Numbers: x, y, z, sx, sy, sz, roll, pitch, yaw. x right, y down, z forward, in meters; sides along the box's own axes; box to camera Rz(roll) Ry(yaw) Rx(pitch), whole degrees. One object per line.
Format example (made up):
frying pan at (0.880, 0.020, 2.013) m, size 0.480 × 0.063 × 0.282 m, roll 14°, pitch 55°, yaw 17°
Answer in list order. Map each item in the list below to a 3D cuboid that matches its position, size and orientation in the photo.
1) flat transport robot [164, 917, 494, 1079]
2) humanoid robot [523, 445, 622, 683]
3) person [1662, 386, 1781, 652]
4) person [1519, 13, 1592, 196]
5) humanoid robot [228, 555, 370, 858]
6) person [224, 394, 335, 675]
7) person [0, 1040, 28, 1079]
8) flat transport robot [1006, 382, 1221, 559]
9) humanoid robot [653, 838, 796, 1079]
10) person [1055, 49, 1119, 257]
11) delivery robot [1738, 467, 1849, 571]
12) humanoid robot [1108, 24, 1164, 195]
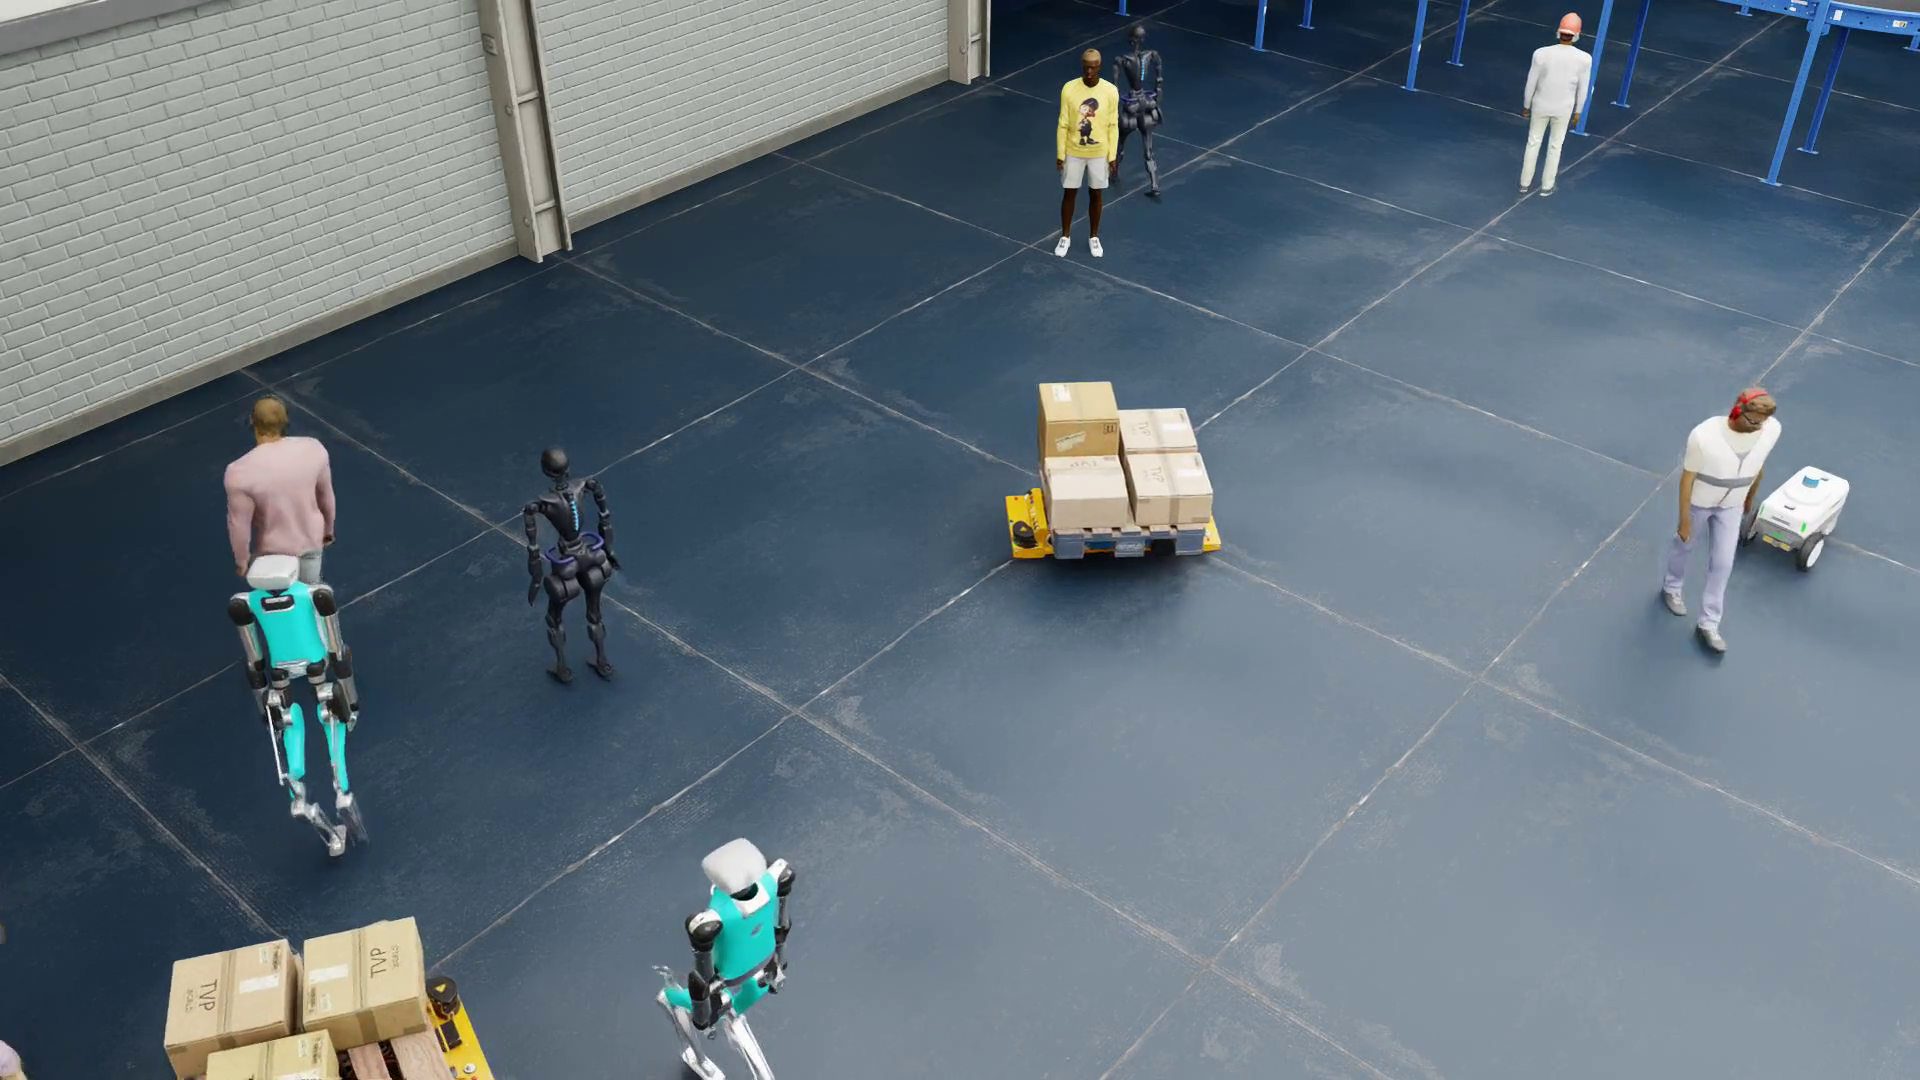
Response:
flat transport robot at (-2.972, 2.584, 7.759) m, size 1.431 × 0.231 × 0.659 m, roll -19°, pitch 39°, yaw -24°
humanoid robot at (-2.316, 0.145, 9.962) m, size 0.610 × 1.649 × 0.335 m, roll -28°, pitch 44°, yaw -33°
person at (4.702, -0.166, 10.298) m, size 0.587 × 1.794 × 0.833 m, roll -2°, pitch 35°, yaw -2°
person at (5.706, -4.184, 15.984) m, size 0.582 × 1.748 × 0.356 m, roll 12°, pitch 37°, yaw 17°
humanoid robot at (-3.440, 1.010, 8.757) m, size 0.535 × 1.820 × 0.800 m, roll -6°, pitch 36°, yaw -9°
person at (-3.950, 0.039, 9.934) m, size 0.542 × 1.898 × 0.680 m, roll 25°, pitch 42°, yaw 30°
person at (-4.815, 1.751, 7.596) m, size 0.929 × 1.810 × 0.547 m, roll 22°, pitch 41°, yaw 28°
flat transport robot at (1.057, -0.154, 11.603) m, size 1.431 × 0.231 × 0.659 m, roll -2°, pitch 36°, yaw -3°
humanoid robot at (-1.085, 1.910, 7.441) m, size 0.539 × 1.752 × 0.944 m, roll -29°, pitch 45°, yaw -34°
person at (1.129, -3.442, 14.817) m, size 0.545 × 1.899 × 0.382 m, roll 3°, pitch 36°, yaw 4°
delivery robot at (5.757, -0.195, 11.406) m, size 0.765 × 0.585 × 0.499 m, roll -29°, pitch 44°, yaw -34°
humanoid robot at (1.711, -4.137, 16.027) m, size 0.614 × 1.630 × 0.783 m, roll -14°, pitch 38°, yaw -19°
